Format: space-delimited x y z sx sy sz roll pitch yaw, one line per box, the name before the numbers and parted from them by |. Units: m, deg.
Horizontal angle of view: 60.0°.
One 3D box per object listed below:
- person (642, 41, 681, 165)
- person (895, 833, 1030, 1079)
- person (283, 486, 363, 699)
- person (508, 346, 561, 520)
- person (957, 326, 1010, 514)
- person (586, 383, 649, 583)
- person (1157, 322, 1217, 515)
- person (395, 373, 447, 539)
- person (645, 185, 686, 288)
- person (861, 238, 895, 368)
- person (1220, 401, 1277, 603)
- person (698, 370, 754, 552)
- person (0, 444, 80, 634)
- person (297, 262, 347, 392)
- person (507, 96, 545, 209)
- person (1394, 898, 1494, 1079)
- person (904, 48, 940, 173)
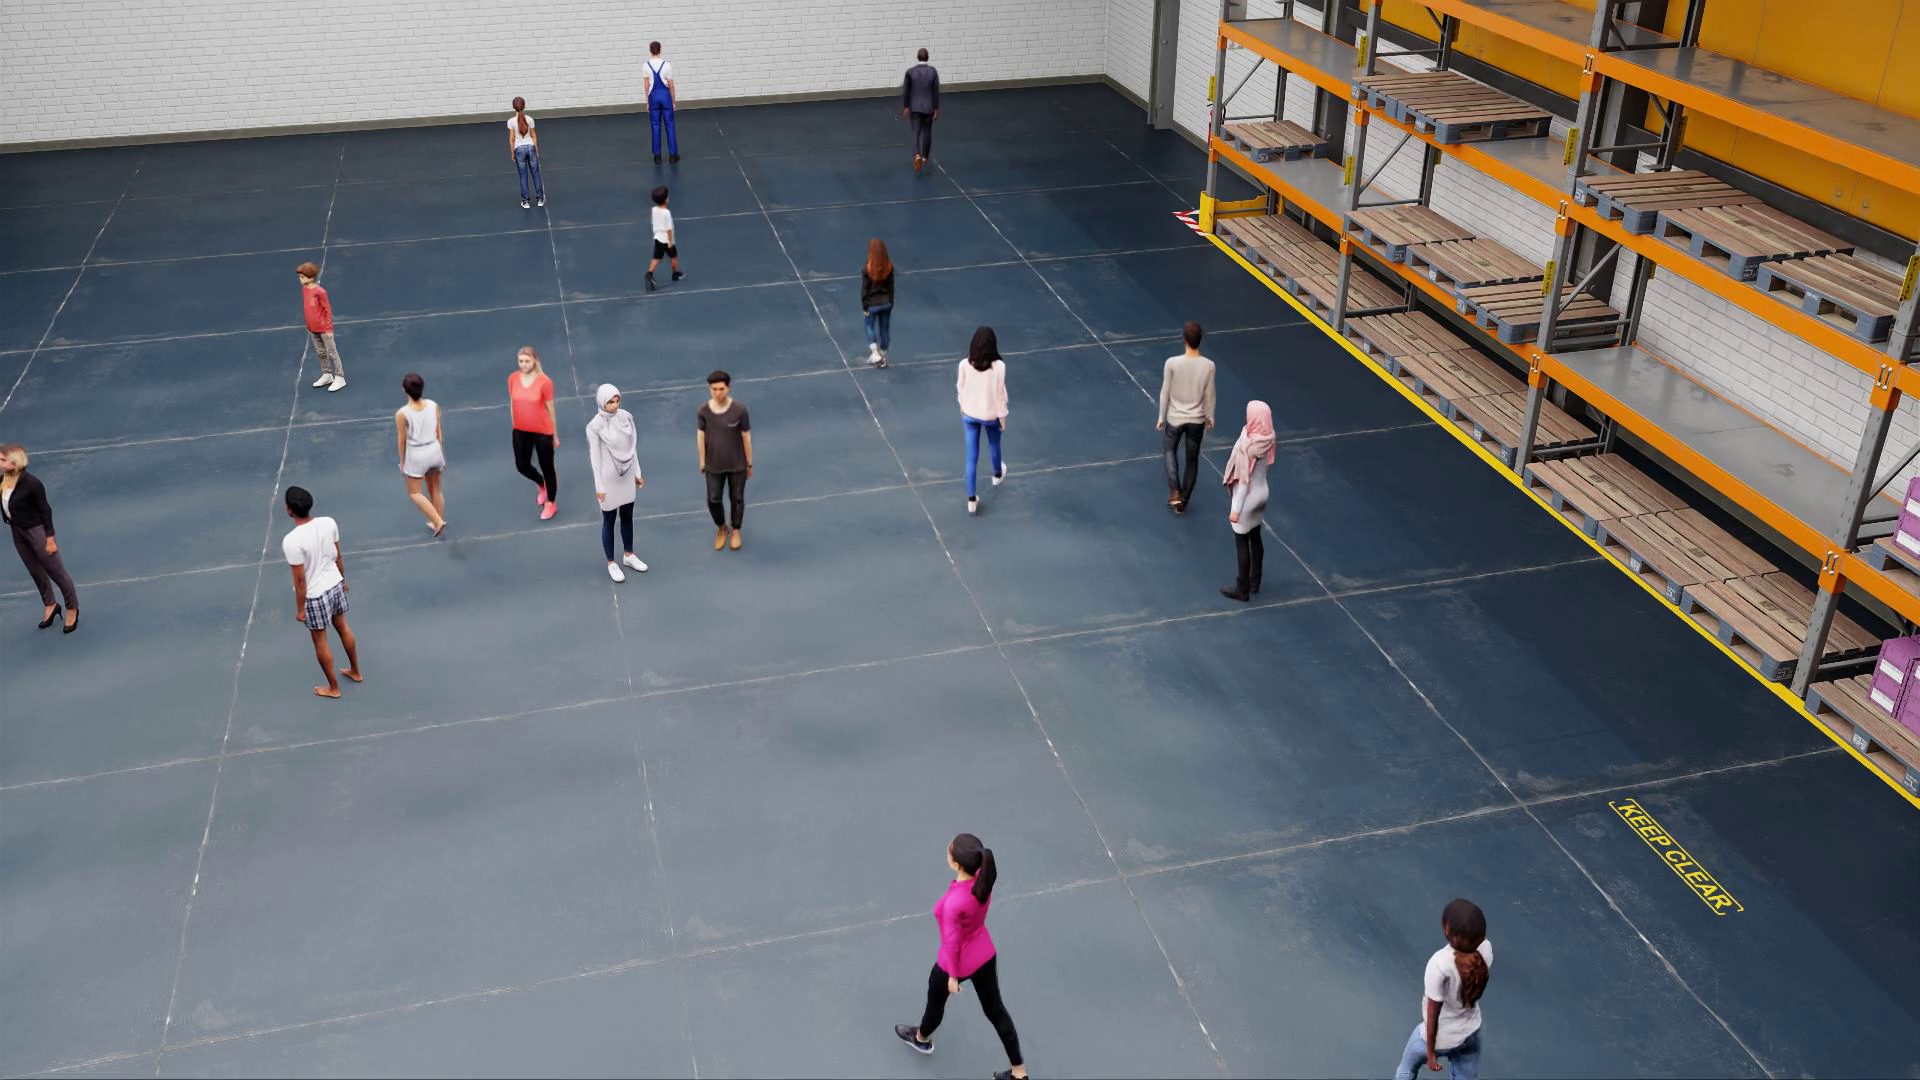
person | -4.624 -6.756 25.636 0.663 1.851 0.618 -2 29 -4
person | 0.115 2.357 9.135 1.191 1.654 1.063 19 34 31
person | -4.873 0.390 12.662 0.770 1.730 0.699 14 32 24
person | -3.866 -1.017 15.288 0.741 1.684 0.805 5 29 9
person | 0.175 -1.078 15.354 1.006 1.728 1.184 7 29 12
person | -2.957 -0.516 14.274 0.696 1.777 0.690 25 37 38
person | 2.066 -1.051 15.176 0.763 1.852 0.727 1 29 3
person | -4.754 -0.715 14.824 0.855 1.600 0.768 24 37 37
person | -3.755 -3.782 20.819 0.849 1.242 0.879 17 33 28
person | -0.872 -2.604 18.417 0.577 1.474 0.560 -11 30 -19
person | 2.426 -0.334 13.912 0.747 1.803 0.725 24 37 37
person | -2.074 -0.745 14.767 0.691 1.707 0.650 0 29 -1
person | -7.482 -0.017 13.469 0.684 1.671 0.713 10 30 18
person | -6.901 -2.318 17.953 0.573 1.416 0.636 16 32 27
person | -6.203 -5.542 23.712 0.557 1.562 0.534 -11 30 -19
person | 2.595 2.622 8.618 0.717 1.684 1.153 -13 31 -22
person | -0.588 -6.515 25.252 0.865 1.795 1.165 0 29 0
